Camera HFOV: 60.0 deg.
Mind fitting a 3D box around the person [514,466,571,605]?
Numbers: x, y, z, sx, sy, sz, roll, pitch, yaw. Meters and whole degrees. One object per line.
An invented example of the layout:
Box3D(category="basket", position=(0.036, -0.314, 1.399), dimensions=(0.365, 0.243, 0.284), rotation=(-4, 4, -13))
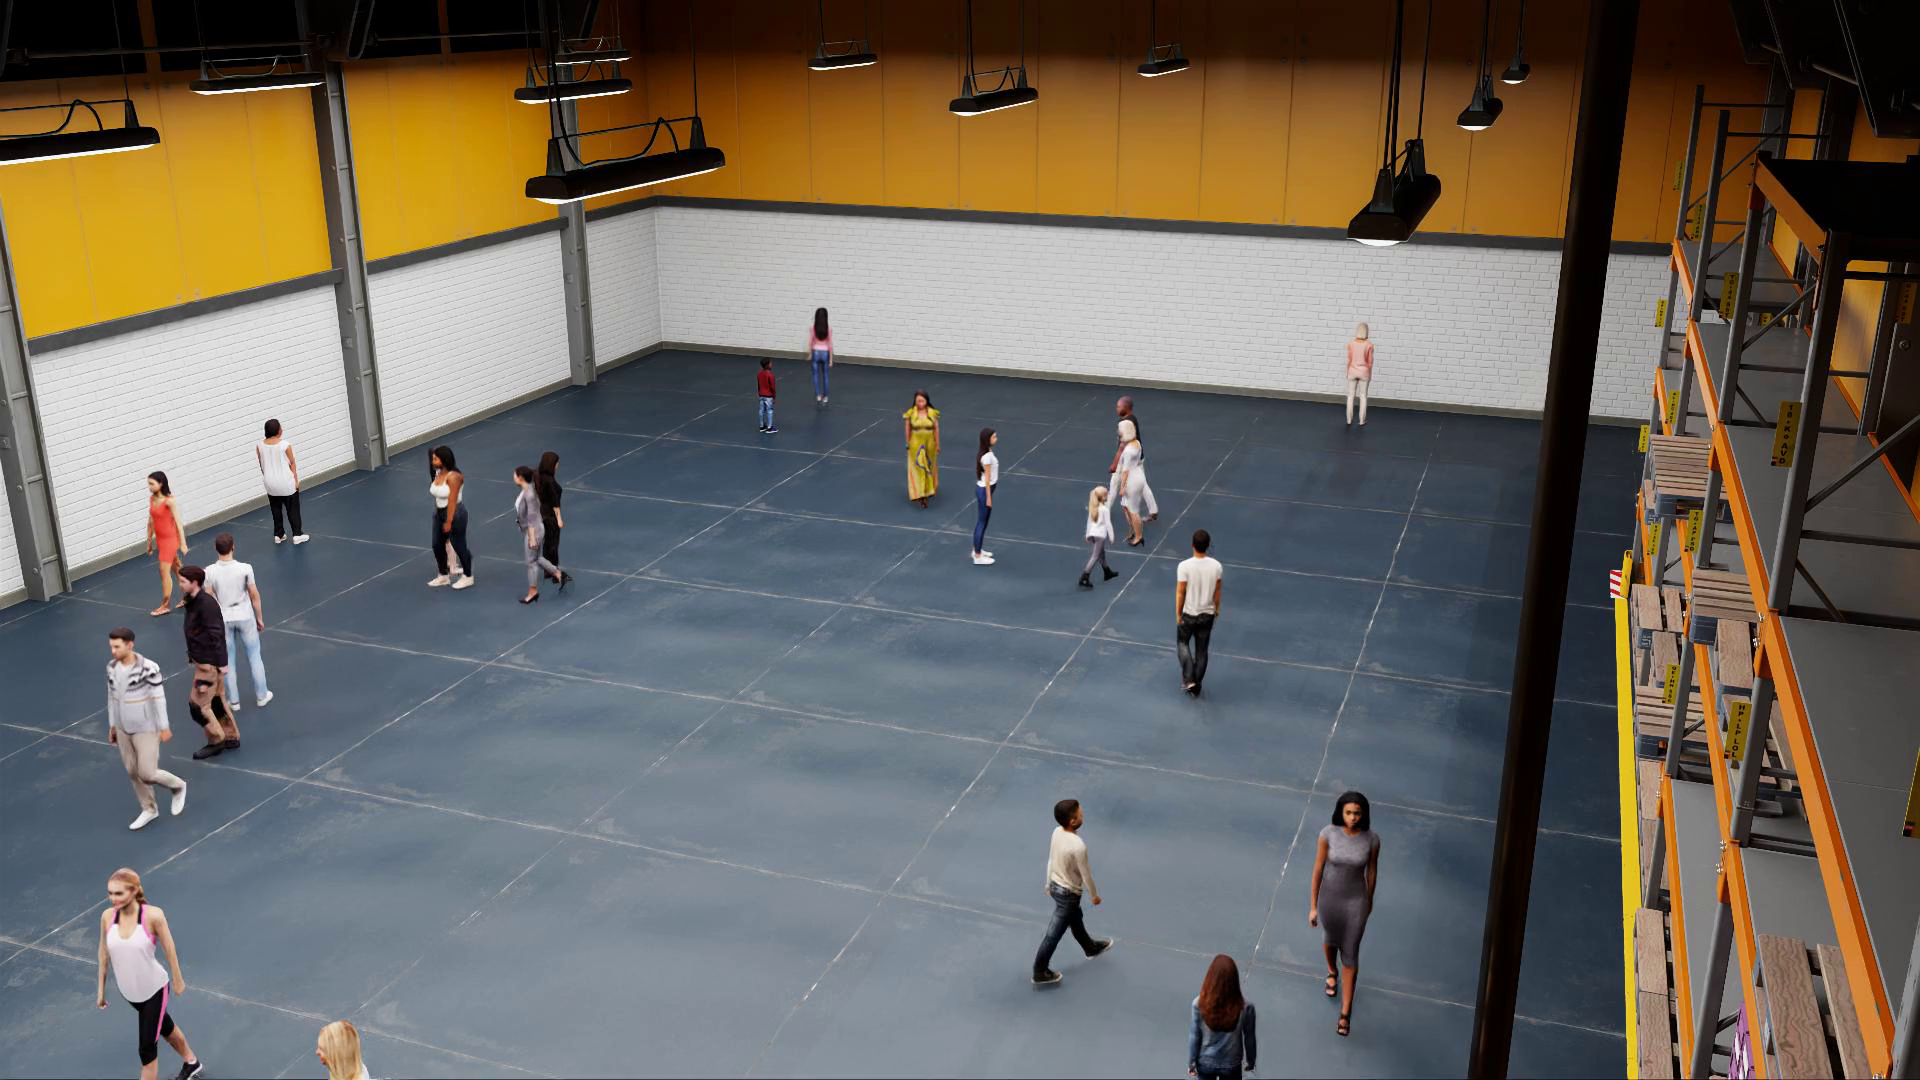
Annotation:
Box3D(category="person", position=(-5.021, -0.068, 19.858), dimensions=(0.999, 1.653, 0.959), rotation=(-7, 20, -21))

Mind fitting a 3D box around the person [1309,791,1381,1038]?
Box3D(category="person", position=(2.734, 2.566, 11.895), dimensions=(0.645, 1.743, 1.082), rotation=(6, 19, 16))

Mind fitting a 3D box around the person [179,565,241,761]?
Box3D(category="person", position=(-7.086, 1.140, 15.872), dimensions=(0.890, 1.907, 0.863), rotation=(-16, 24, -39))

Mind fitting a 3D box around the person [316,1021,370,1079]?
Box3D(category="person", position=(-3.223, 3.438, 9.192), dimensions=(0.781, 1.815, 0.740), rotation=(-12, 22, -31))

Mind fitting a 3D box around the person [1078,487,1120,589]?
Box3D(category="person", position=(1.645, -0.015, 20.332), dimensions=(0.956, 1.250, 0.834), rotation=(-12, 22, -31))

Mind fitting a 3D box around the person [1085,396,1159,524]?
Box3D(category="person", position=(2.417, -1.051, 22.640), dimensions=(1.026, 1.739, 1.257), rotation=(-1, 19, -2))

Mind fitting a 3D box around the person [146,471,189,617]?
Box3D(category="person", position=(-9.241, 0.008, 19.565), dimensions=(0.707, 1.696, 0.904), rotation=(10, 21, 28))

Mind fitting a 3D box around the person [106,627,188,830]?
Box3D(category="person", position=(-7.153, 1.609, 14.590), dimensions=(0.683, 1.838, 0.742), rotation=(6, 20, 17))

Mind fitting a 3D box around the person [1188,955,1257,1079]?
Box3D(category="person", position=(1.606, 3.264, 10.274), dimensions=(0.708, 1.455, 0.996), rotation=(2, 19, 7))

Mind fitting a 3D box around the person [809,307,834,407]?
Box3D(category="person", position=(-2.454, -3.184, 29.001), dimensions=(0.848, 1.722, 1.060), rotation=(-1, 19, -4))

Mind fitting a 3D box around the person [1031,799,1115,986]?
Box3D(category="person", position=(0.716, 2.617, 12.230), dimensions=(1.017, 1.432, 0.947), rotation=(-9, 20, -24))

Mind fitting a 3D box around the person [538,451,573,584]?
Box3D(category="person", position=(-5.066, -0.292, 20.545), dimensions=(0.672, 1.640, 0.655), rotation=(-13, 23, -34))

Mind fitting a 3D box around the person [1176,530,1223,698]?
Box3D(category="person", position=(2.460, 0.786, 17.105), dimensions=(0.771, 1.792, 0.805), rotation=(-2, 19, -7))

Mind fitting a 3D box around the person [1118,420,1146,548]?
Box3D(category="person", position=(2.325, -0.709, 21.653), dimensions=(0.663, 1.722, 0.533), rotation=(9, 21, 25))

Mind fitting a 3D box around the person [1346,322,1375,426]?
Box3D(category="person", position=(6.676, -2.791, 27.831), dimensions=(0.600, 1.725, 0.518), rotation=(8, 20, 21))

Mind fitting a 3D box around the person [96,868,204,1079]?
Box3D(category="person", position=(-5.277, 2.906, 10.893), dimensions=(0.767, 1.738, 1.178), rotation=(3, 19, 9))

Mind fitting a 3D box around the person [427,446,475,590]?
Box3D(category="person", position=(-6.112, -0.278, 20.264), dimensions=(0.880, 1.792, 0.811), rotation=(-17, 25, -41))

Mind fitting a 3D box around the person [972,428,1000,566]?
Box3D(category="person", position=(0.303, -0.567, 21.157), dimensions=(0.729, 1.769, 0.607), rotation=(0, 19, -1))

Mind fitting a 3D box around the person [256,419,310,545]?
Box3D(category="person", position=(-8.947, -0.783, 21.927), dimensions=(0.696, 1.688, 0.662), rotation=(3, 19, 9))

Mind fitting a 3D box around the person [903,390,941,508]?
Box3D(category="person", position=(-0.537, -1.341, 23.699), dimensions=(1.271, 1.614, 1.439), rotation=(-5, 19, -15))

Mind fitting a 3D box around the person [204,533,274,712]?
Box3D(category="person", position=(-7.365, 0.823, 16.901), dimensions=(0.727, 1.851, 0.763), rotation=(-7, 20, -19))

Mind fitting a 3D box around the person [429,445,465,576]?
Box3D(category="person", position=(-6.437, -0.388, 20.815), dimensions=(0.676, 1.647, 0.670), rotation=(-15, 24, -38))

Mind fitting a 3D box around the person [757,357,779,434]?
Box3D(category="person", position=(-3.194, -2.390, 27.381), dimensions=(0.540, 1.253, 0.539), rotation=(12, 22, 31))
